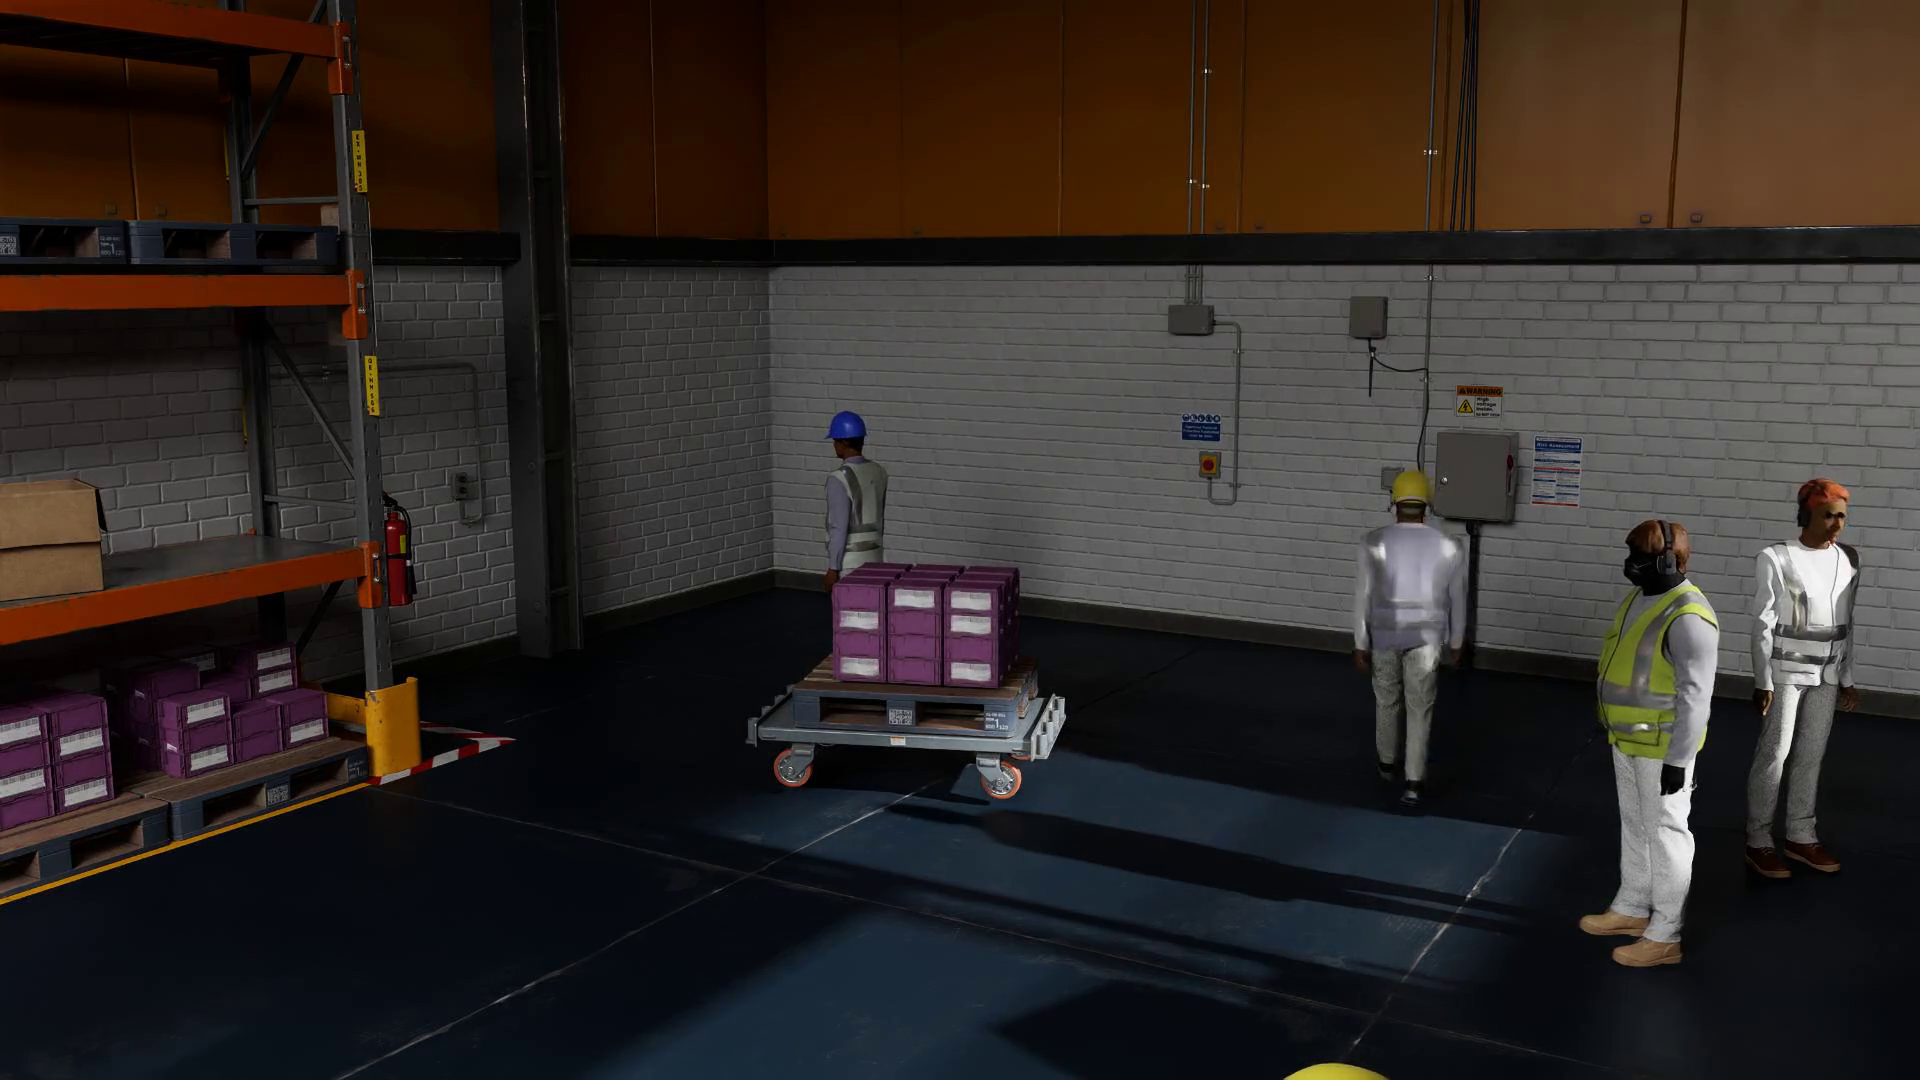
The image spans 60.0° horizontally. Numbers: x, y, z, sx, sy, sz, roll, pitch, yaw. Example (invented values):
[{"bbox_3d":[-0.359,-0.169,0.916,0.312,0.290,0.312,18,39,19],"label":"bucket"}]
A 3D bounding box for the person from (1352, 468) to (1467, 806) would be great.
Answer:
[{"bbox_3d":[2.436,0.511,9.025,0.608,1.797,0.923,2,9,12],"label":"person"}]

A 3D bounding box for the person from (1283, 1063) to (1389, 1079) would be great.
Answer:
[{"bbox_3d":[0.450,1.557,2.057,0.584,1.928,0.367,8,12,42],"label":"person"}]

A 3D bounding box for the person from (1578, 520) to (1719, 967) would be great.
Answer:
[{"bbox_3d":[2.846,0.829,6.866,0.430,1.844,0.624,0,9,1],"label":"person"}]

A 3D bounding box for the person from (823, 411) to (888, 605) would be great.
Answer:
[{"bbox_3d":[-0.703,0.128,10.915,0.397,1.944,0.617,5,10,28],"label":"person"}]

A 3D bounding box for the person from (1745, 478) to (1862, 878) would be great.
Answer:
[{"bbox_3d":[3.990,0.649,7.860,0.575,1.885,0.355,-3,10,-17],"label":"person"}]
